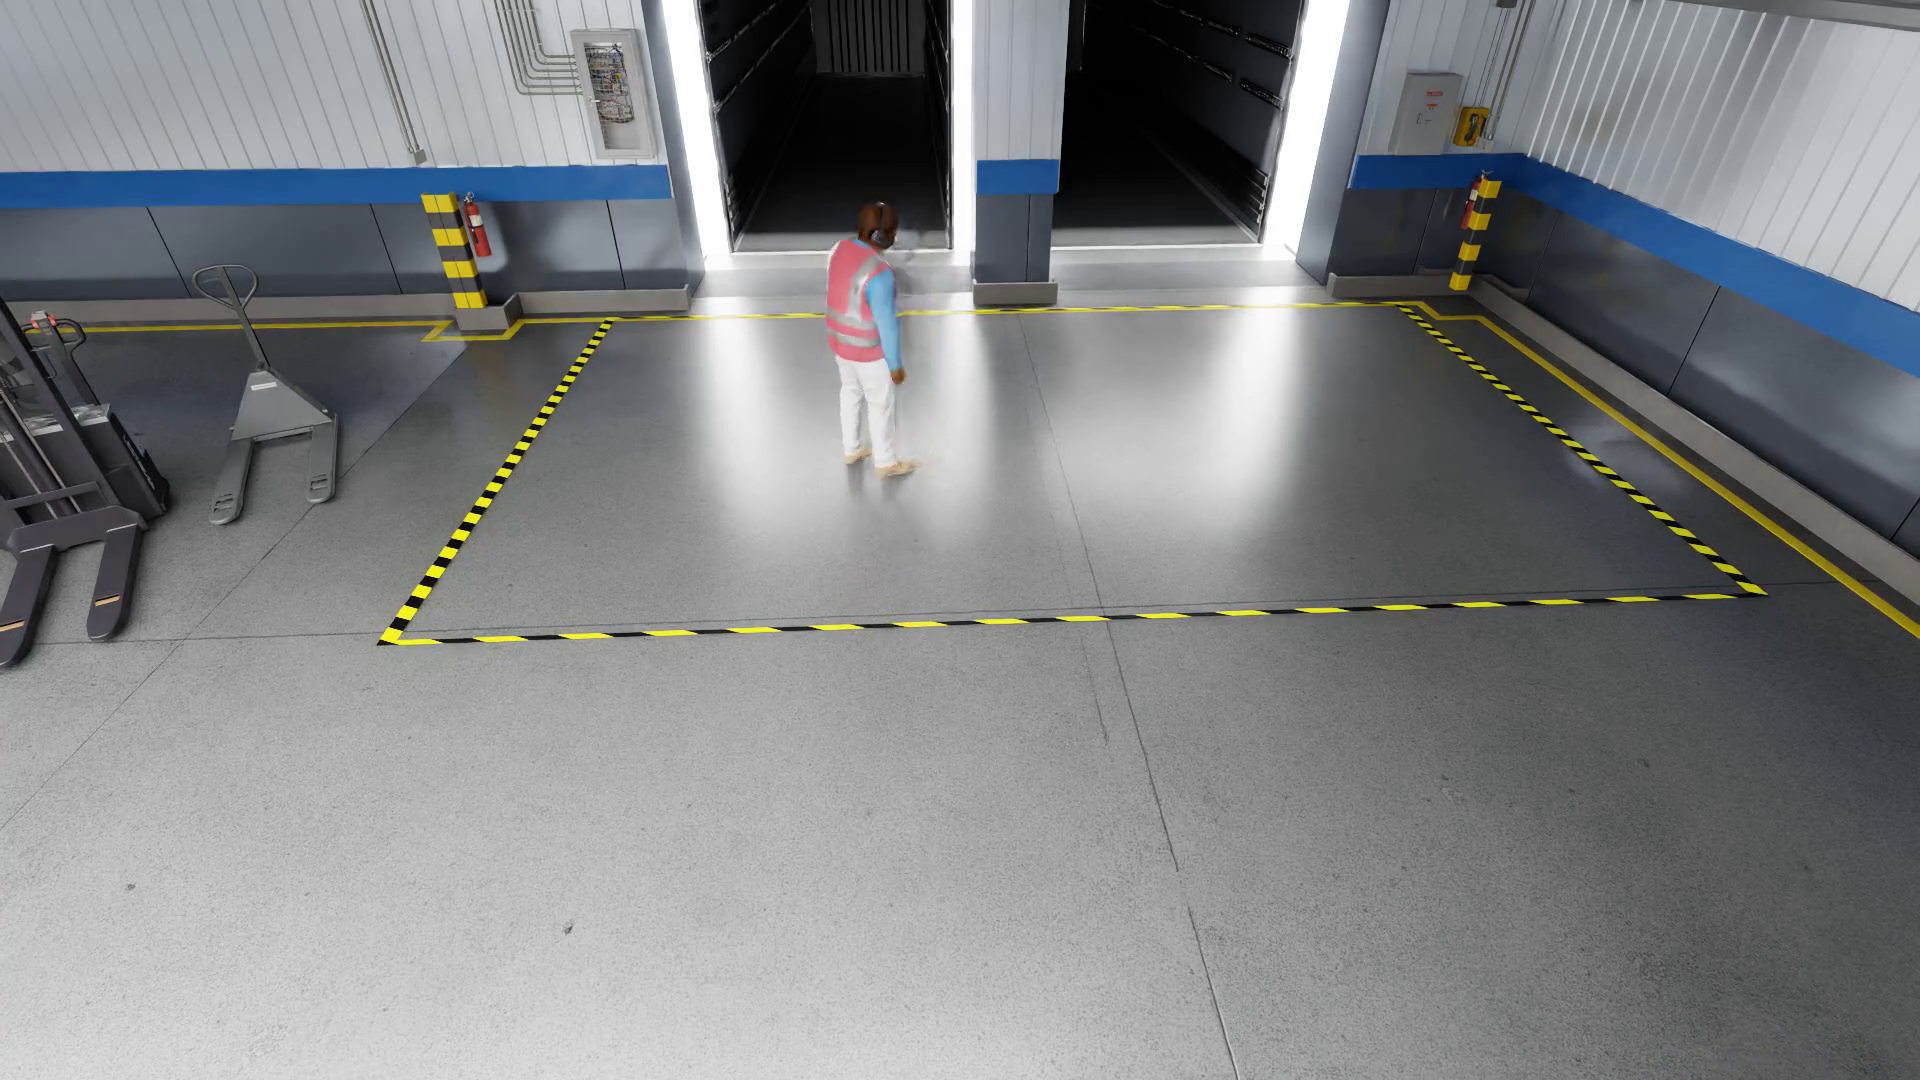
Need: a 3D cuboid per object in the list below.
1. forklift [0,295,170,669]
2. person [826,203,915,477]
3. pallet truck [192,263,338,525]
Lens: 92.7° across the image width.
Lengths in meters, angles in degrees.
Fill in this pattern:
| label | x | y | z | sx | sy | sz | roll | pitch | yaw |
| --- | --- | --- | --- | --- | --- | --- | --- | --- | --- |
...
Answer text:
| label | x | y | z | sx | sy | sz | roll | pitch | yaw |
| --- | --- | --- | --- | --- | --- | --- | --- | --- | --- |
| forklift | -5.212 | -0.618 | 4.878 | 0.823 | 1.965 | 1.885 | -20 | 39 | -26 |
| person | -0.608 | -1.252 | 5.968 | 0.482 | 1.810 | 0.723 | -24 | 41 | -30 |
| pallet truck | -4.778 | -1.027 | 6.128 | 0.680 | 1.201 | 1.601 | -17 | 38 | -23 |
